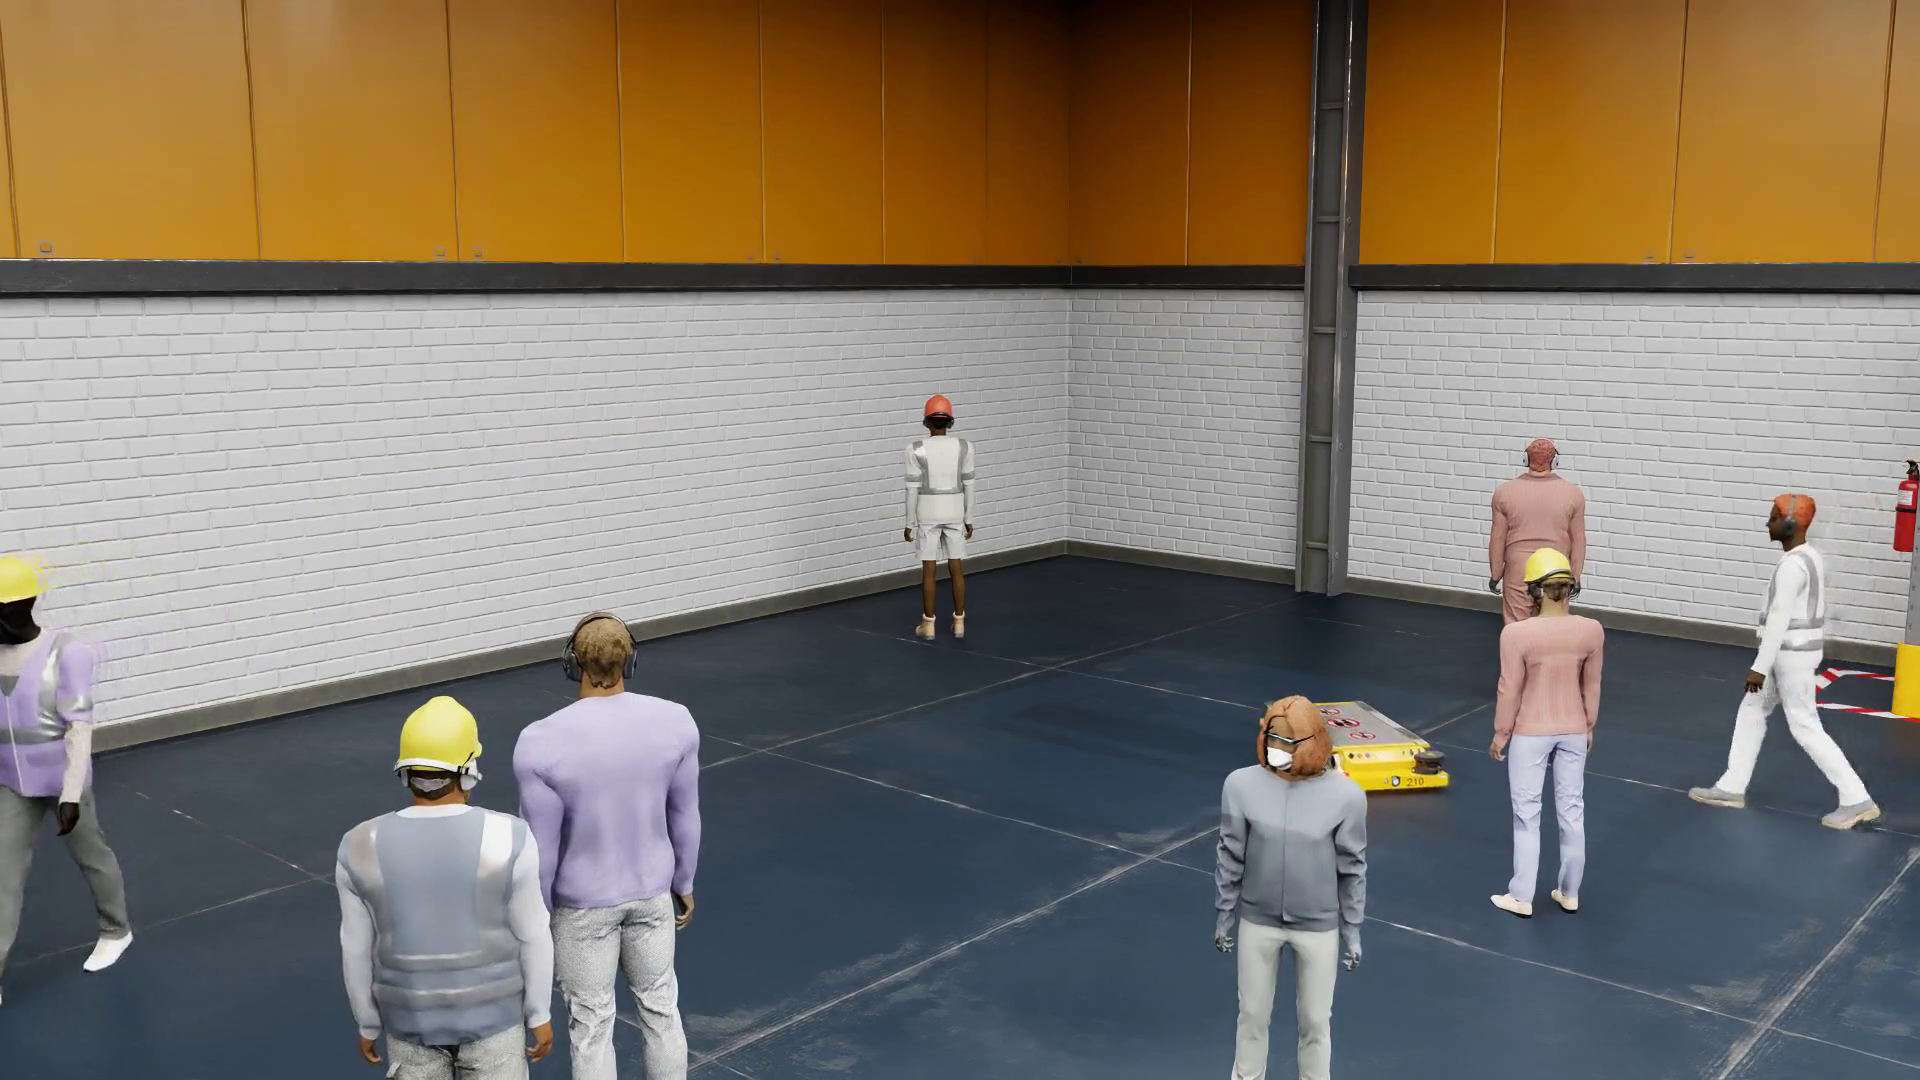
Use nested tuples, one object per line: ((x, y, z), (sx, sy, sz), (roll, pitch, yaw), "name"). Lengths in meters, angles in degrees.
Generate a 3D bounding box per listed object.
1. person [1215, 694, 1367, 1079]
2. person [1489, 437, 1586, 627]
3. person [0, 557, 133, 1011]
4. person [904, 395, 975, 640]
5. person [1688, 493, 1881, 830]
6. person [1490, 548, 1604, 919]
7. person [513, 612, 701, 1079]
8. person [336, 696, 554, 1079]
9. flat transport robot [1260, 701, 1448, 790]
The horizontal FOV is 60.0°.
((1.121, 1.323, 5.681), (0.507, 1.631, 0.280), (3, 10, 18), "person")
((4.045, 0.232, 11.681), (0.638, 1.910, 0.407), (3, 10, 20), "person")
((-3.878, 1.001, 6.962), (0.602, 1.873, 0.984), (2, 9, 11), "person")
((-0.179, -0.188, 13.883), (0.605, 2.045, 0.377), (-2, 9, -15), "person")
((4.643, 0.660, 9.199), (0.954, 1.845, 0.579), (5, 10, 30), "person")
((2.762, 0.913, 7.870), (0.523, 1.760, 0.324), (-2, 9, -10), "person")
((-1.164, 1.193, 5.544), (0.627, 1.940, 0.371), (-5, 11, -31), "person")
((-1.470, 1.357, 4.842), (0.586, 1.835, 0.403), (-1, 9, -5), "person")
((2.425, 1.254, 10.381), (0.652, 0.197, 1.431), (-2, 9, -9), "flat transport robot")
